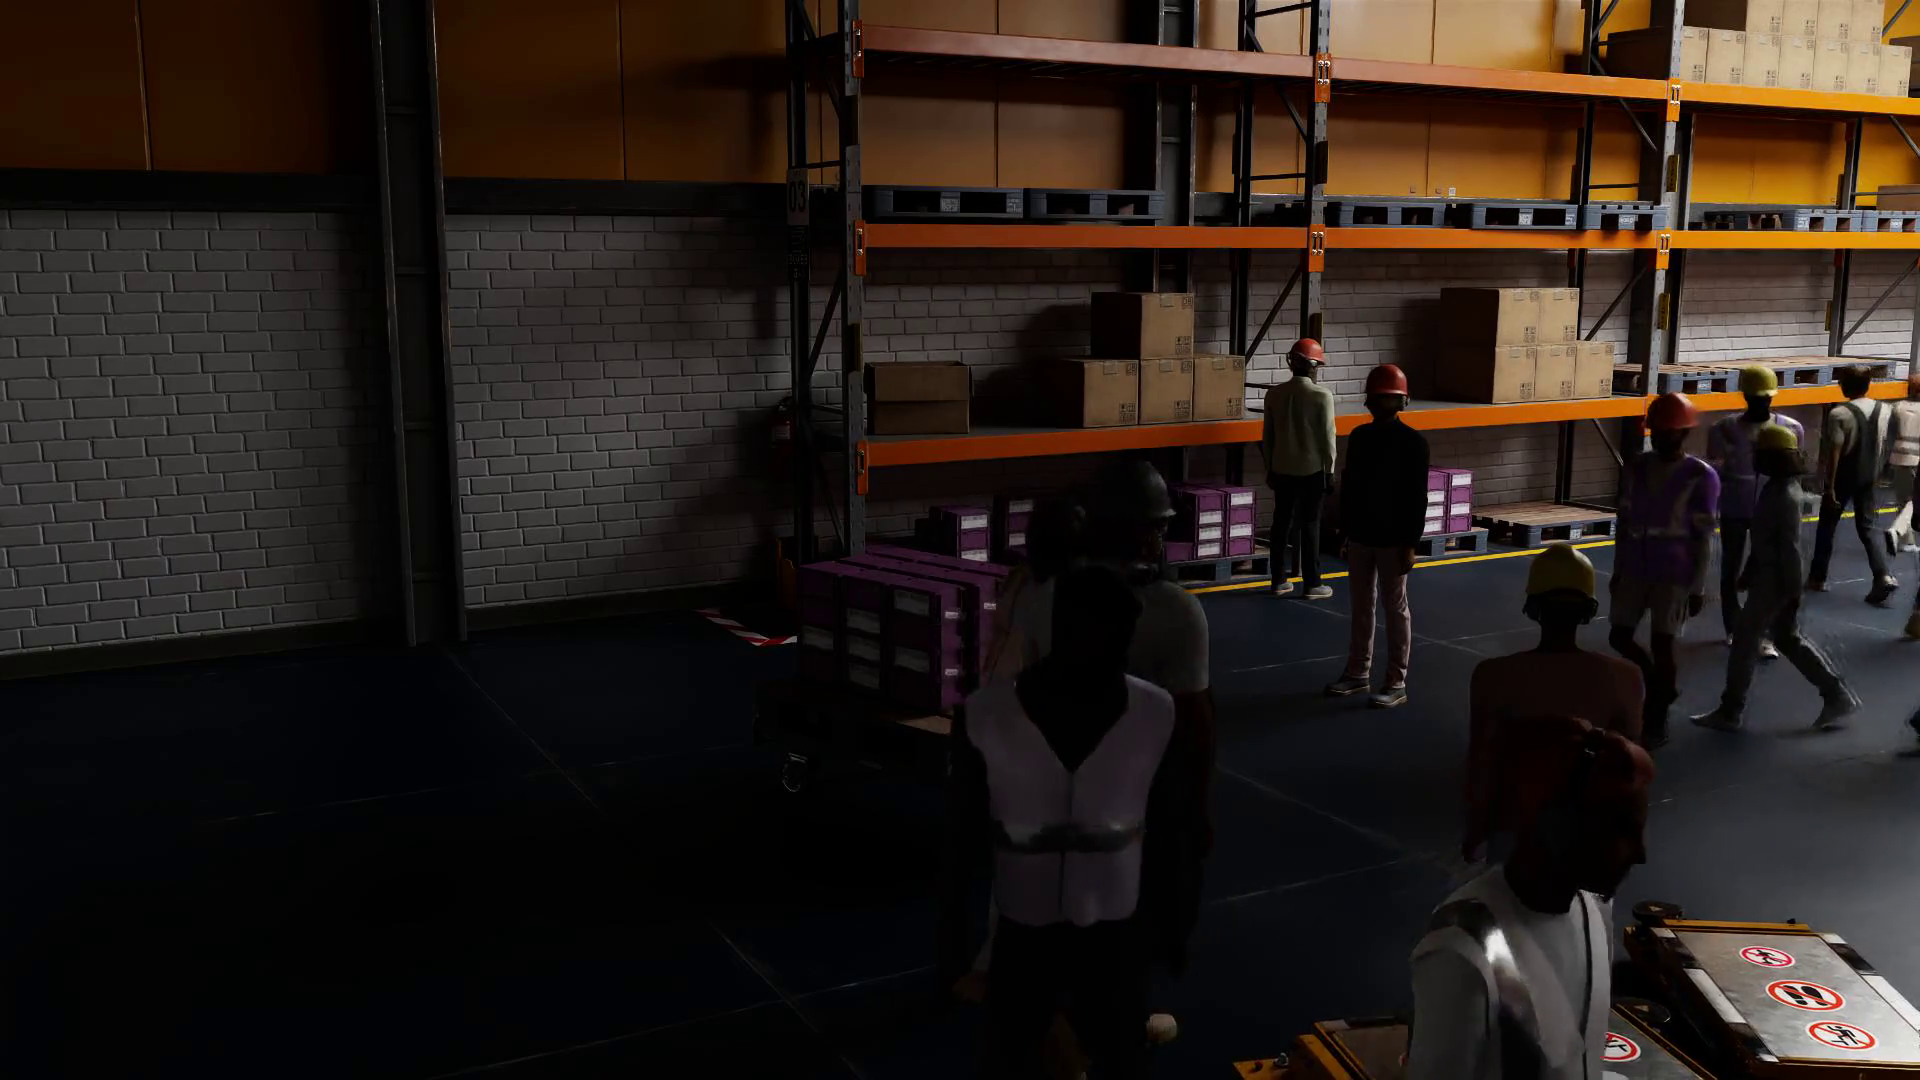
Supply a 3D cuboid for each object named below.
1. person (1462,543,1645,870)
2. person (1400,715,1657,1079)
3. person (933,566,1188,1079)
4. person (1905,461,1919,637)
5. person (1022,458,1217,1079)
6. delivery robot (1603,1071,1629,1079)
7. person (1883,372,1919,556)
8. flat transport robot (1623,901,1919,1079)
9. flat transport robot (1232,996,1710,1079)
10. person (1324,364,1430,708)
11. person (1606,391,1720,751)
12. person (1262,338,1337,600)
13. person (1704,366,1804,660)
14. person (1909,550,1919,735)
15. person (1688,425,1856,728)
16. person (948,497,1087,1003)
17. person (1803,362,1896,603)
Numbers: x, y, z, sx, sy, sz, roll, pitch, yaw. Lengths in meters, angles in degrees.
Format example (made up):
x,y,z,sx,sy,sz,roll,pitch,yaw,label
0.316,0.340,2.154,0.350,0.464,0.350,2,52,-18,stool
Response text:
x,y,z,sx,sy,sz,roll,pitch,yaw,label
1.809,0.887,5.128,0.525,1.769,0.311,0,10,3,person
0.916,1.208,2.982,0.665,1.865,0.494,-10,14,-44,person
0.259,0.981,4.273,0.689,1.885,0.653,-1,10,-4,person
6.695,-0.167,11.087,0.440,1.814,0.647,-7,12,-34,person
0.473,0.736,5.204,0.746,2.000,0.687,-8,13,-38,person
1.642,1.599,4.239,0.477,0.478,0.707,-8,13,-39,delivery robot
8.234,-0.653,14.427,0.689,1.621,0.526,-6,11,-31,person
2.756,1.565,5.524,0.652,0.197,1.431,1,10,5,flat transport robot
1.614,1.651,5.026,1.431,0.197,0.652,-2,10,-11,flat transport robot
2.445,-0.026,9.721,0.376,1.996,0.612,-7,12,-33,person
3.735,0.162,8.855,0.466,1.918,0.563,-7,12,-35,person
2.605,-0.541,12.717,0.611,1.985,0.393,9,13,41,person
5.167,-0.172,10.834,0.623,1.892,0.827,3,10,15,person
5.428,0.208,8.942,0.934,1.804,0.579,-5,11,-29,person
4.578,0.213,9.207,0.817,1.698,0.487,4,11,21,person
0.323,0.726,5.971,0.831,1.804,0.629,-4,11,-23,person
6.823,-0.442,12.648,0.512,1.817,0.883,-1,10,-4,person
